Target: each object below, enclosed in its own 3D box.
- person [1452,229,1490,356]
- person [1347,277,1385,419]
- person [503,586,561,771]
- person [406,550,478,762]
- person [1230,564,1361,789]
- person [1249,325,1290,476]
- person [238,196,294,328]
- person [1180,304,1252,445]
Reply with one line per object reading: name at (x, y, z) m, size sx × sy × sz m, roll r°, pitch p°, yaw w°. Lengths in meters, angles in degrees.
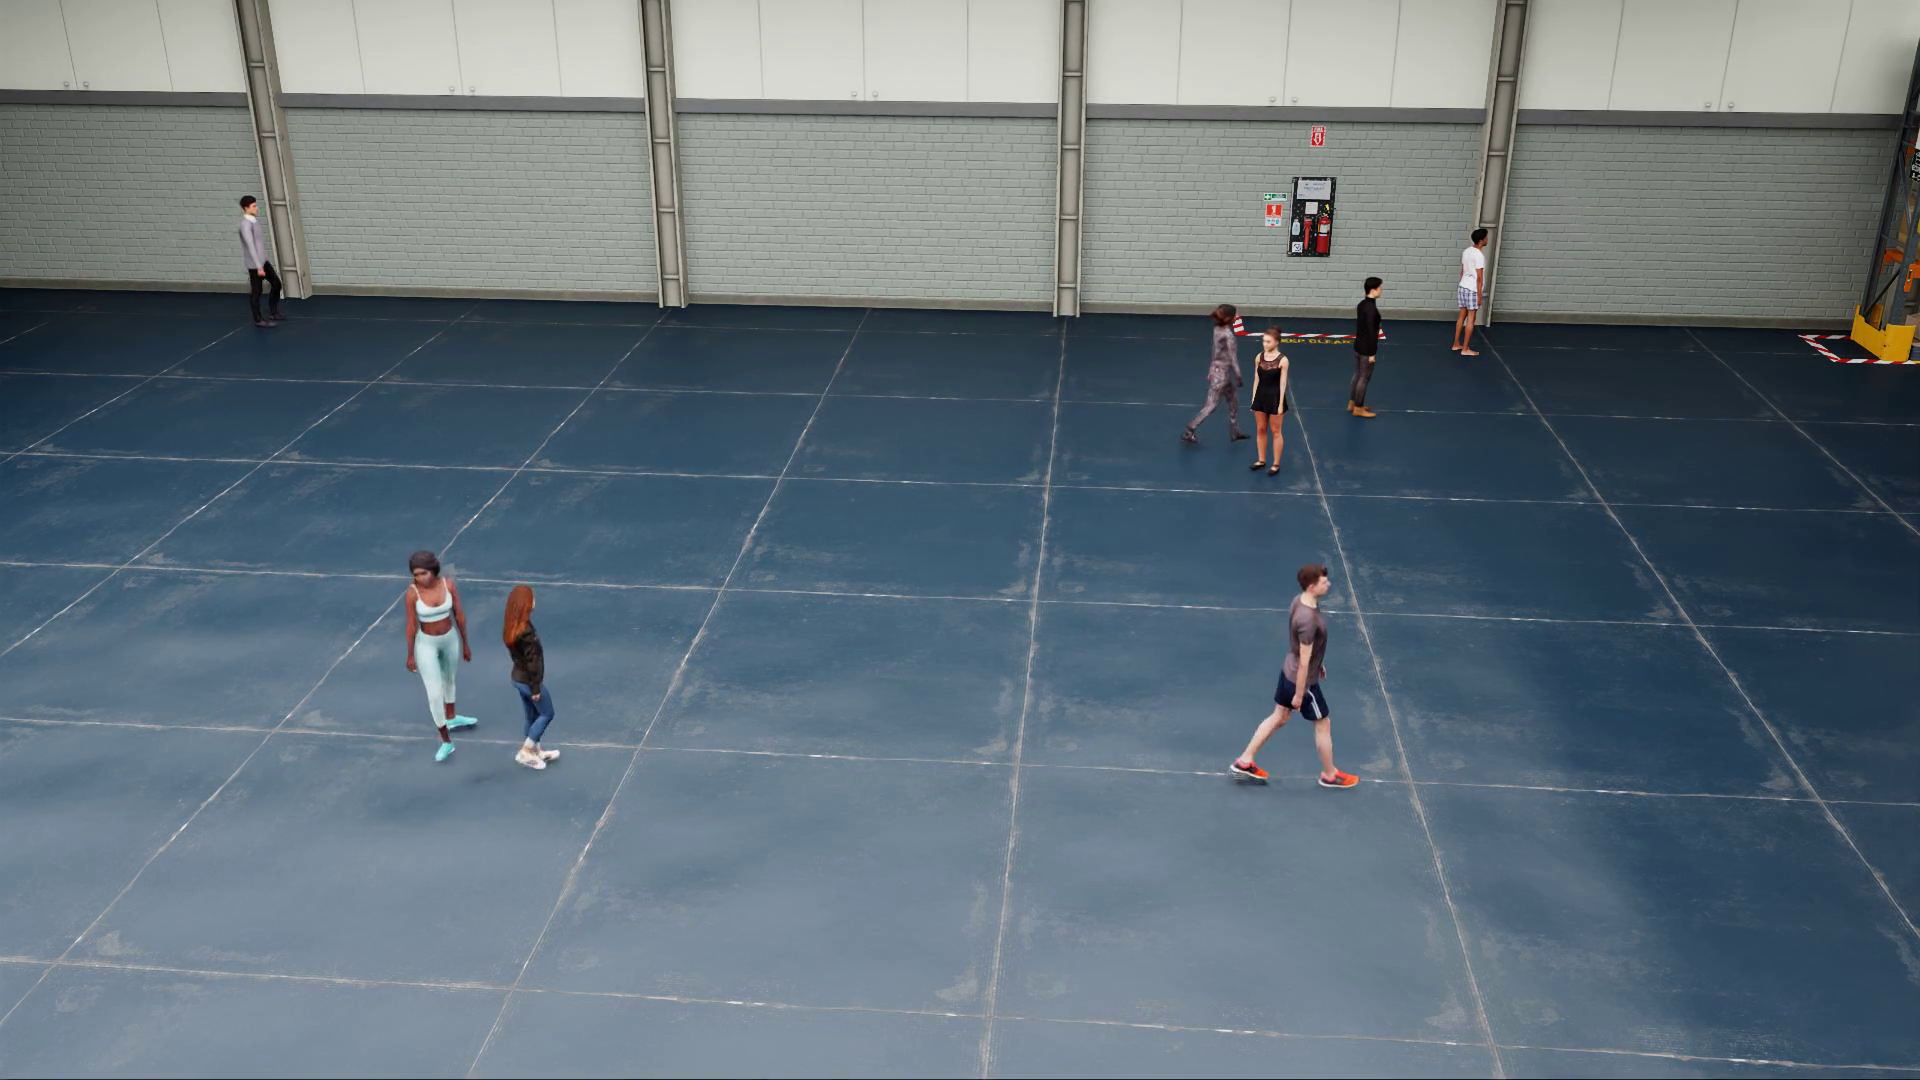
person at (7.012, -3.421, 22.825) m, size 0.628 × 1.731 × 0.698 m, roll -4°, pitch 23°, yaw -10°
person at (4.976, -2.375, 20.377) m, size 0.562 × 1.723 × 0.677 m, roll -1°, pitch 23°, yaw -3°
person at (-3.340, 1.069, 12.605) m, size 0.770 × 1.466 × 0.715 m, roll -13°, pitch 26°, yaw -28°
person at (-4.047, 0.823, 12.891) m, size 0.901 × 1.695 × 0.956 m, roll -19°, pitch 30°, yaw -38°
person at (2.428, 1.025, 12.271) m, size 1.202 × 1.808 × 0.722 m, roll 0°, pitch 23°, yaw 0°
person at (3.462, -1.569, 18.534) m, size 0.673 × 1.681 × 0.752 m, roll 19°, pitch 30°, yaw 38°
person at (-10.223, -4.003, 23.966) m, size 0.784 × 1.910 × 0.827 m, roll -1°, pitch 23°, yaw -3°
person at (2.938, -1.864, 19.238) m, size 1.154 × 1.672 × 0.713 m, roll -3°, pitch 23°, yaw -7°
